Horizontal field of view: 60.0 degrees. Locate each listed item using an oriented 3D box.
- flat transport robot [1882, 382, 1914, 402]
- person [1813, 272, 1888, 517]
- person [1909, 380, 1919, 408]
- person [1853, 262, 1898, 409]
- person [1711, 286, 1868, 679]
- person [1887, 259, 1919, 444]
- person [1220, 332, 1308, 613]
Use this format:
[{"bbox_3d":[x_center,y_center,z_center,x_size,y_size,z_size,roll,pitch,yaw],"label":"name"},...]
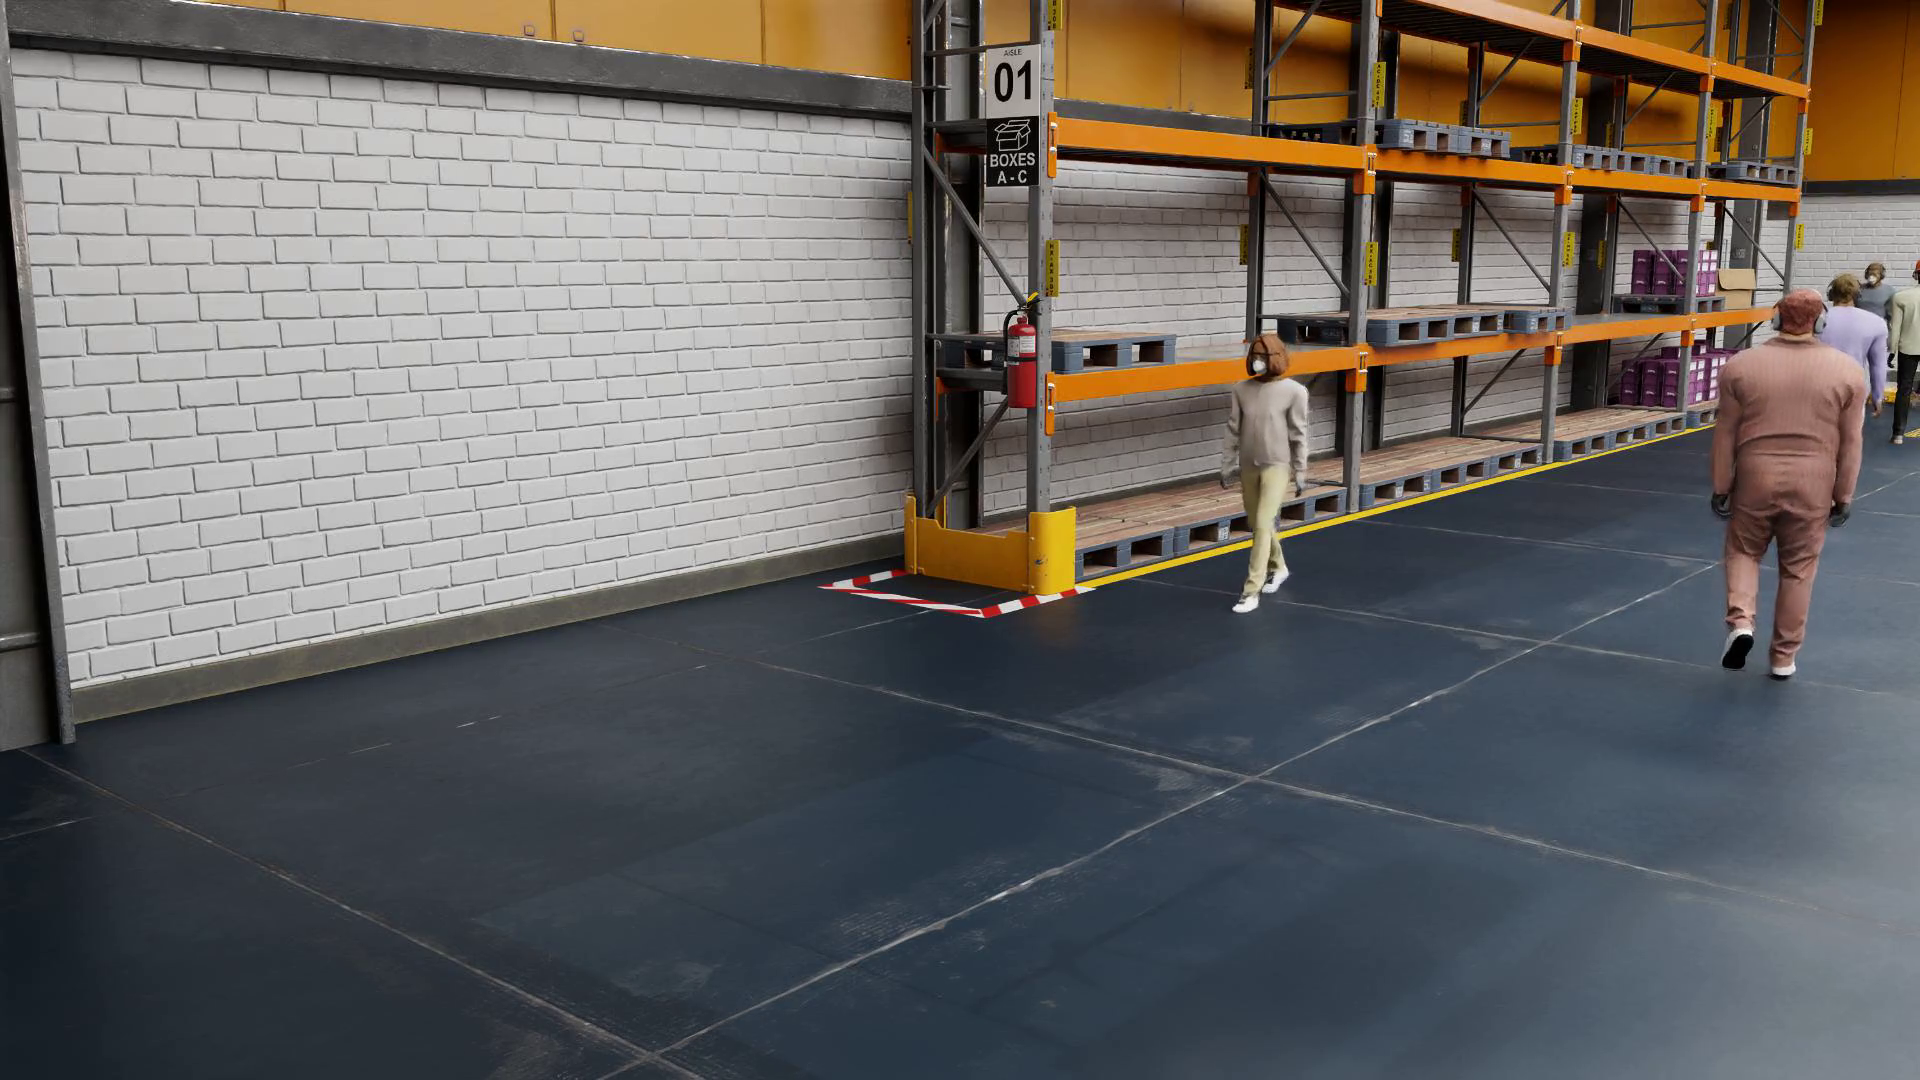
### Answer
[{"bbox_3d":[12.571,-2.035,22.705,0.652,0.197,1.431,4,11,23],"label":"flat transport robot"},{"bbox_3d":[6.839,-1.130,12.967,0.637,1.904,1.018,6,11,29],"label":"person"},{"bbox_3d":[12.325,-2.628,21.146,0.618,1.994,1.034,-1,10,-5],"label":"person"},{"bbox_3d":[11.823,-2.652,21.574,0.880,1.911,0.633,-8,13,-37],"label":"person"},{"bbox_3d":[3.935,-0.254,7.948,0.643,1.897,0.493,5,11,27],"label":"person"},{"bbox_3d":[10.169,-2.004,17.616,0.611,1.996,0.378,6,11,30],"label":"person"},{"bbox_3d":[1.789,-0.420,9.729,0.512,1.600,0.809,9,13,41],"label":"person"}]
